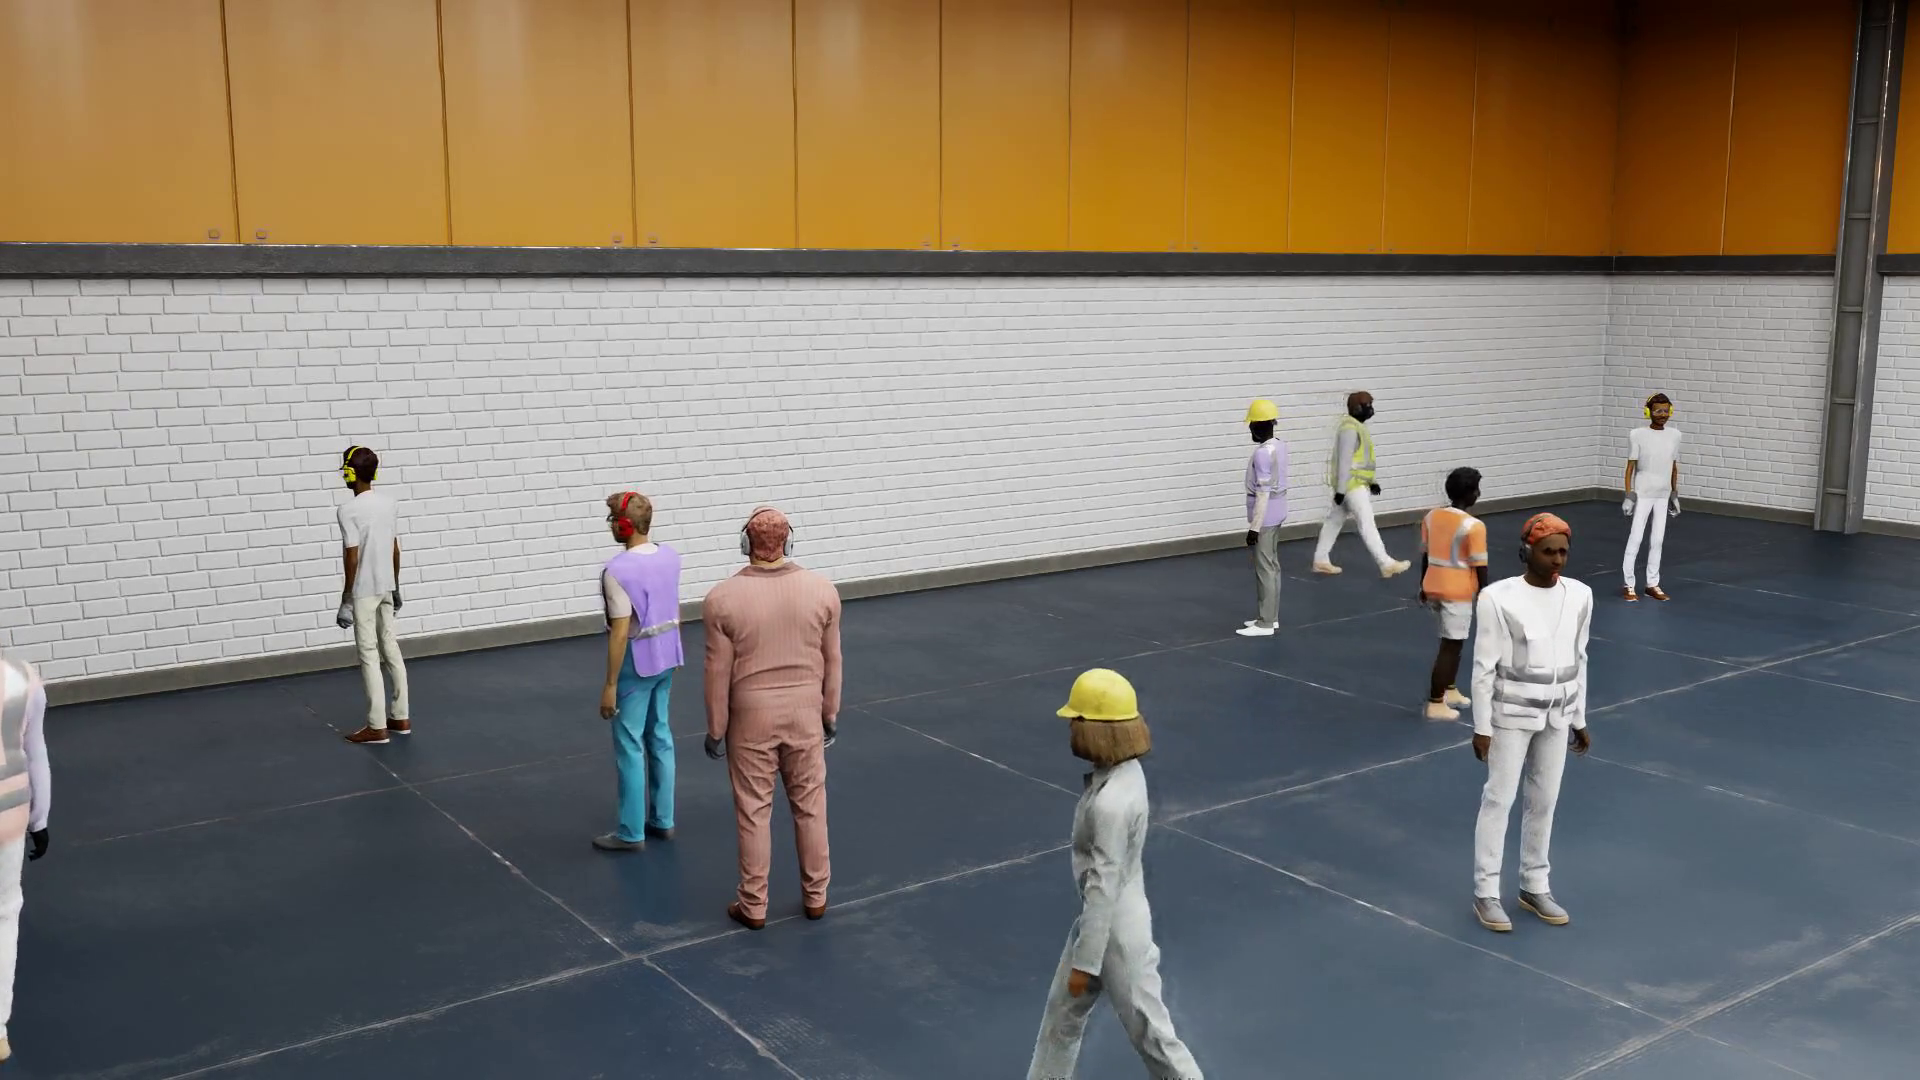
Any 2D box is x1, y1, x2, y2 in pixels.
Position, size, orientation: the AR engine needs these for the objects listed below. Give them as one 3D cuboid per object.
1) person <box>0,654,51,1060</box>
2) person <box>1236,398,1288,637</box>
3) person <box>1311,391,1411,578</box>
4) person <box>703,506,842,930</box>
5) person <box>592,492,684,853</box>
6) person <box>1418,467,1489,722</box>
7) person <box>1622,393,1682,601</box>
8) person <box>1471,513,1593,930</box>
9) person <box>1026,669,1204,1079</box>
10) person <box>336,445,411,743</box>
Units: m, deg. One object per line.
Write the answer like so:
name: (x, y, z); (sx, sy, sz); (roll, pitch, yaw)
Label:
person: (-3.618, 1.074, 6.040); (0.629, 1.829, 0.557); (-9, 13, -43)
person: (2.449, -0.180, 13.446); (0.364, 1.928, 0.587); (4, 10, 22)
person: (3.863, -0.530, 16.000); (0.981, 1.793, 0.628); (3, 10, 15)
person: (-0.847, 0.795, 7.491); (0.637, 1.911, 0.403); (-3, 10, -20)
person: (-1.624, 0.671, 8.459); (0.425, 1.843, 0.606); (4, 10, 24)
person: (3.301, 0.352, 10.909); (0.612, 1.671, 0.559); (-4, 10, -22)
person: (6.186, -0.380, 14.860); (0.532, 1.868, 0.310); (-1, 9, -7)
person: (2.563, 0.812, 7.471); (0.584, 1.879, 0.337); (-2, 10, -15)
person: (0.499, 1.246, 5.354); (0.891, 1.698, 0.501); (1, 9, 5)
person: (-3.696, 0.341, 10.413); (0.310, 1.868, 0.532); (3, 10, 21)
